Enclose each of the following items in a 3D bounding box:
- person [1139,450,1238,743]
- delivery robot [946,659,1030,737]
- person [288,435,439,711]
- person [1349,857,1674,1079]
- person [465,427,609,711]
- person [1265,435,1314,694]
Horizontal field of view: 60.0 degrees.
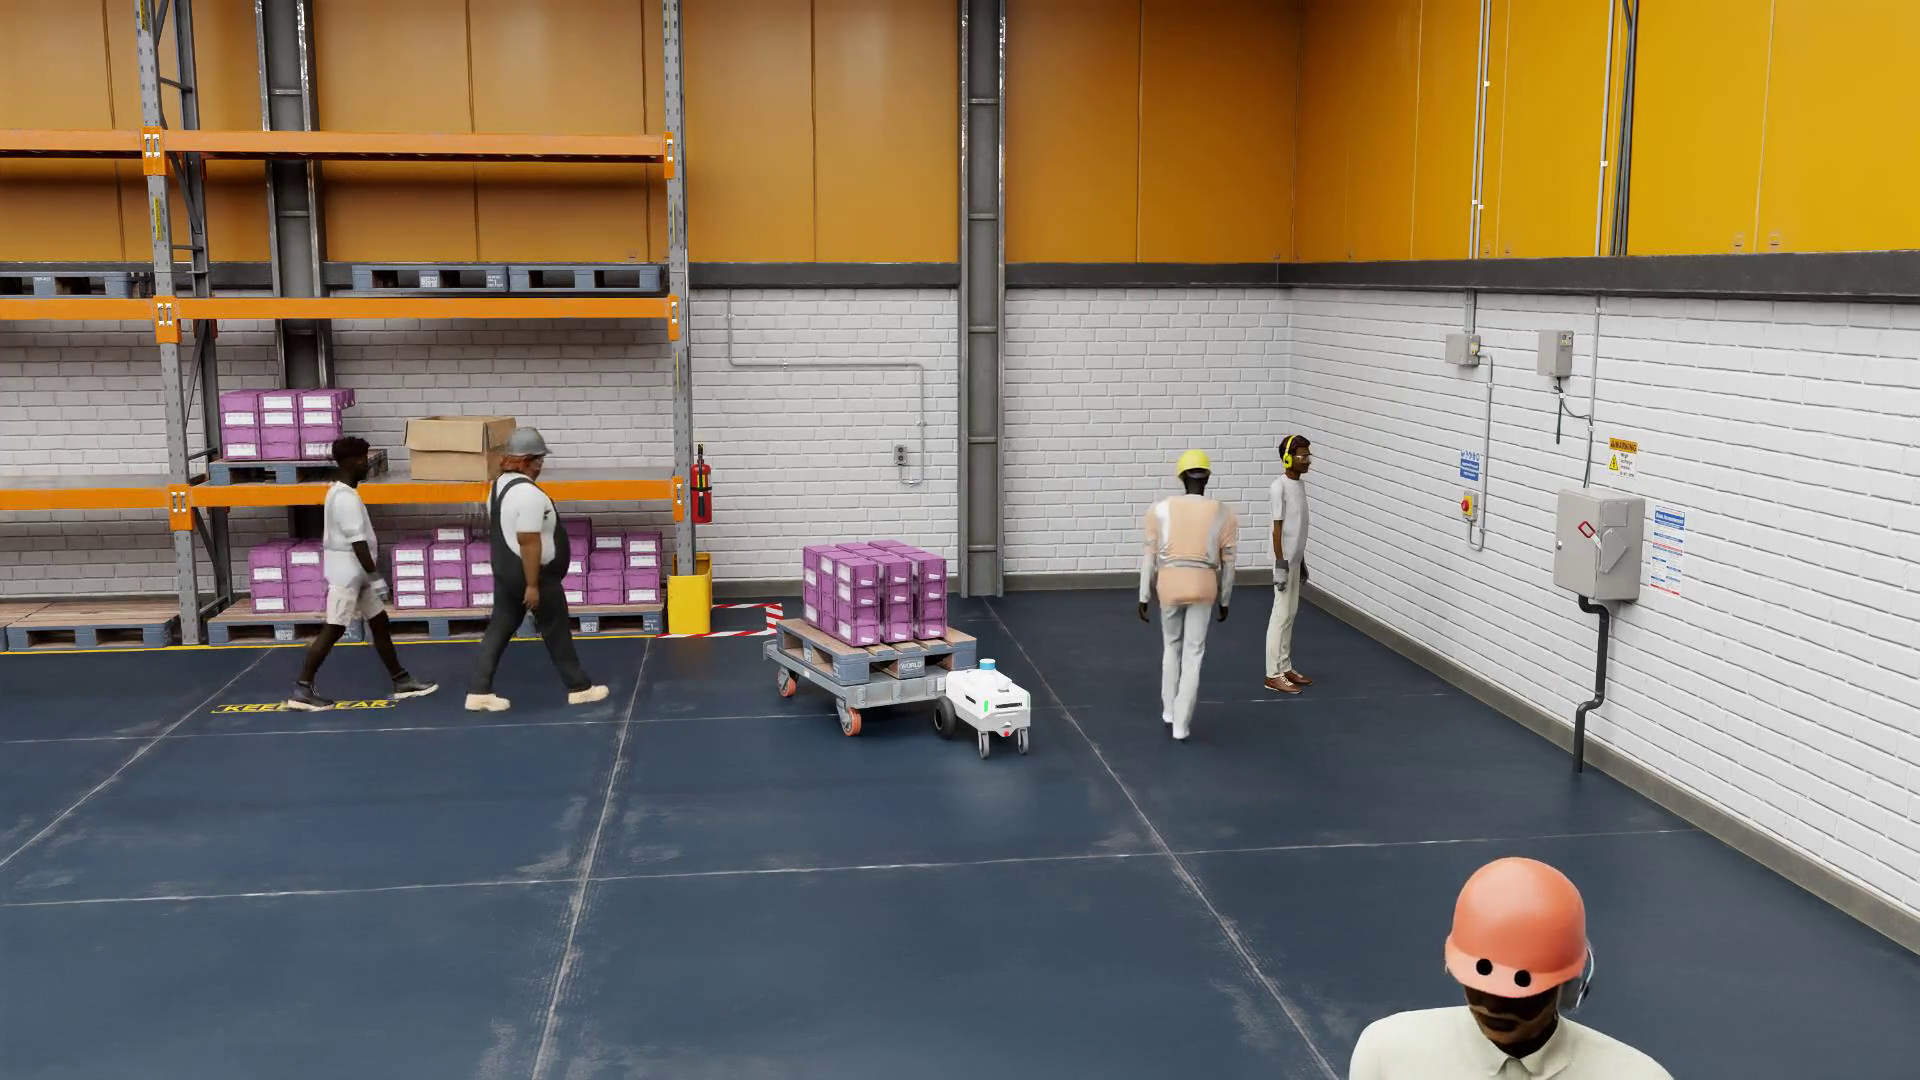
[{"bbox_3d":[1.500,0.353,10.916,0.611,1.872,0.750,2,9,13],"label":"person"},{"bbox_3d":[0.176,1.007,10.664,0.477,0.478,0.707,-3,10,-21],"label":"delivery robot"},{"bbox_3d":[-4.245,0.225,11.609,1.003,1.921,0.603,-3,10,-19],"label":"person"},{"bbox_3d":[1.006,1.544,3.133,0.621,1.989,0.398,3,10,17],"label":"person"},{"bbox_3d":[-3.005,0.175,11.528,1.002,2.000,0.688,-7,12,-39],"label":"person"},{"bbox_3d":[2.416,0.167,12.114,0.323,1.872,0.514,5,10,28],"label":"person"}]
